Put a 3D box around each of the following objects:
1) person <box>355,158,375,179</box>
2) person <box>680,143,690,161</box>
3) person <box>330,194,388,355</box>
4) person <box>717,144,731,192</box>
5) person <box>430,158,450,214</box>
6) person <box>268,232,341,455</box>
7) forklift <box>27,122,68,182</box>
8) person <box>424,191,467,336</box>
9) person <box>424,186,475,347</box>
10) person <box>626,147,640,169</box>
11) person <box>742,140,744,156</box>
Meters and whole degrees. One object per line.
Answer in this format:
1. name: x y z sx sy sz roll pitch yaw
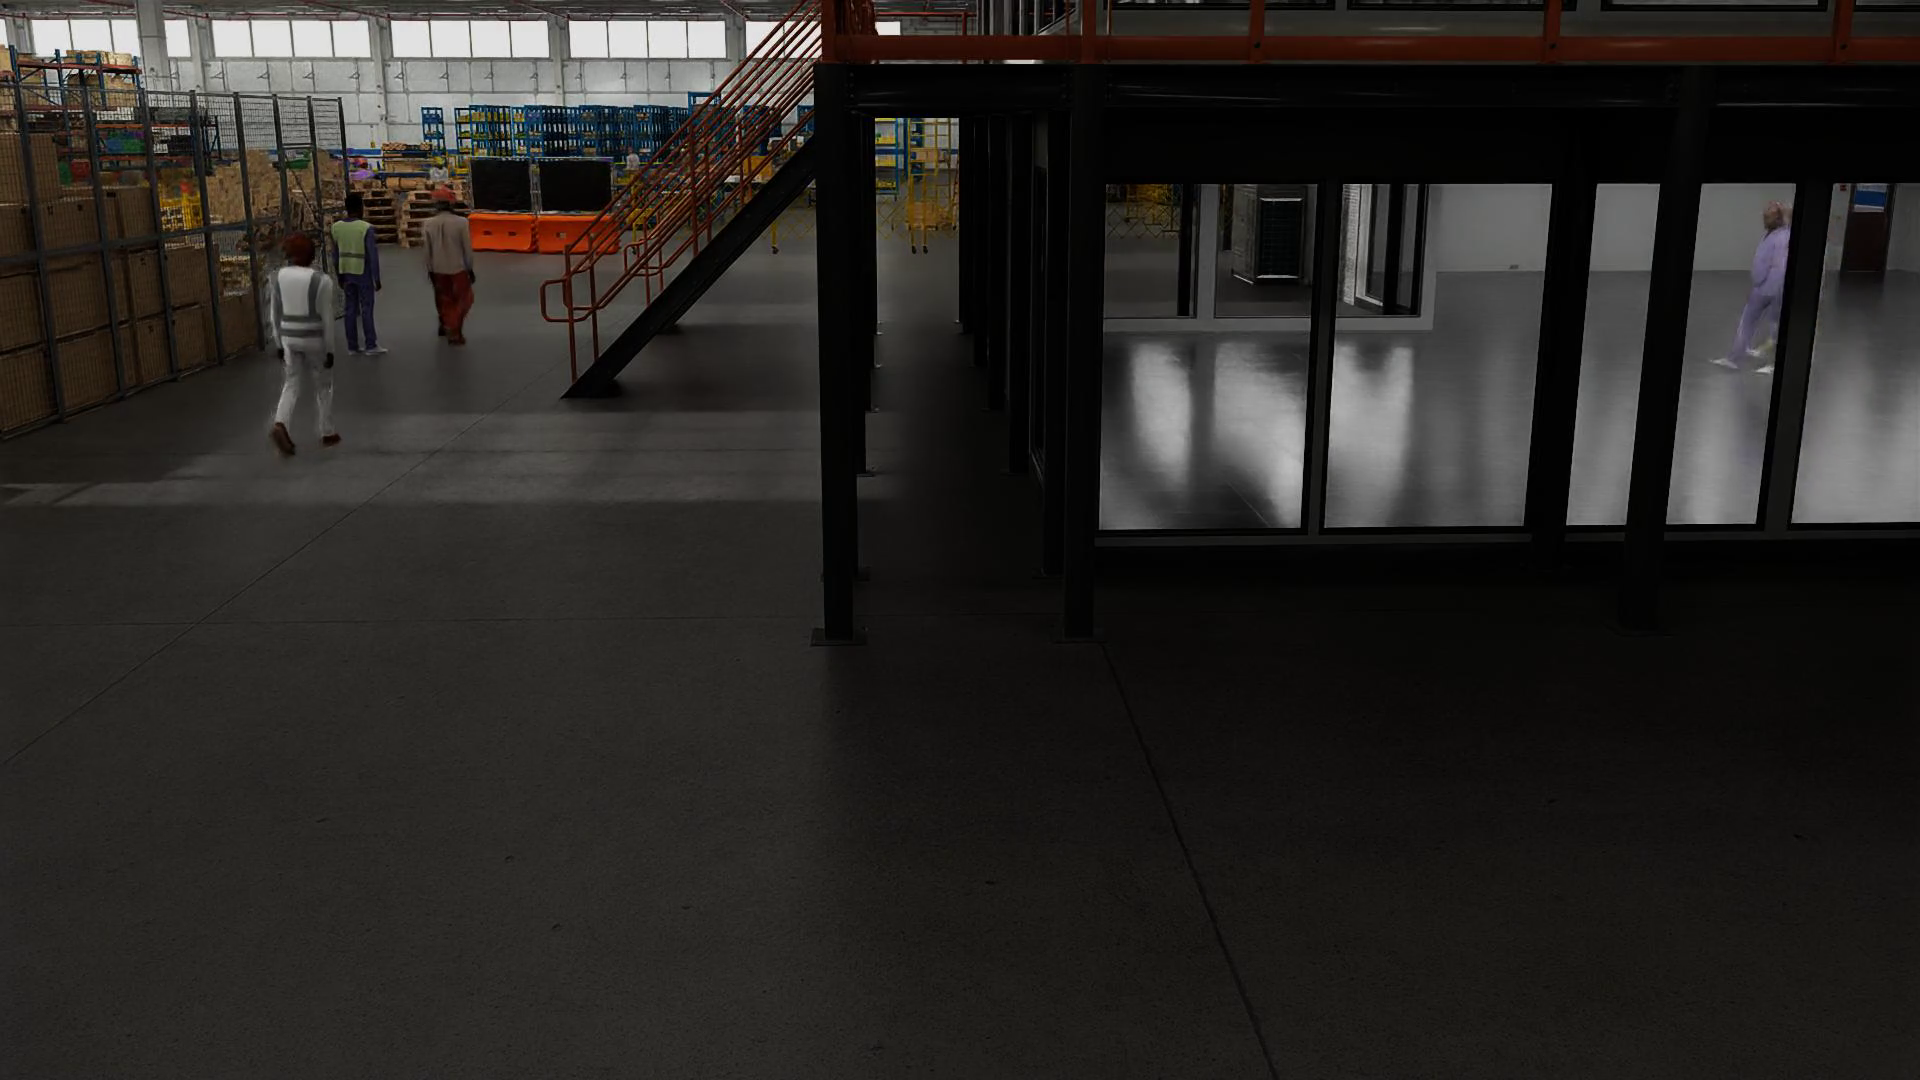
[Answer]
1. person: -15.518 -9.014 43.395 0.551 1.889 0.957 2 14 9
2. person: -13.877 -19.222 84.281 0.600 1.833 0.404 -5 15 -20
3. person: -7.259 -3.185 20.016 0.590 1.918 0.386 4 15 17
4. person: -8.255 -12.895 58.572 0.380 2.041 0.616 13 19 42
5. person: -14.991 -10.151 48.122 0.588 1.778 0.937 -10 17 -34
6. person: -5.549 -1.647 13.998 0.585 1.856 0.859 1 14 3
7. forklift: -35.376 -14.773 64.377 1.129 2.768 1.873 -1 14 -2
8. person: -6.640 -3.569 21.549 0.547 1.916 0.584 -5 15 -20
9. person: -6.330 -3.385 20.685 0.637 1.981 0.436 3 14 10
10. person: -12.250 -13.718 62.159 0.399 1.900 0.644 8 16 30
11. person: -11.419 -20.287 88.267 0.434 1.977 0.604 -3 14 -13
